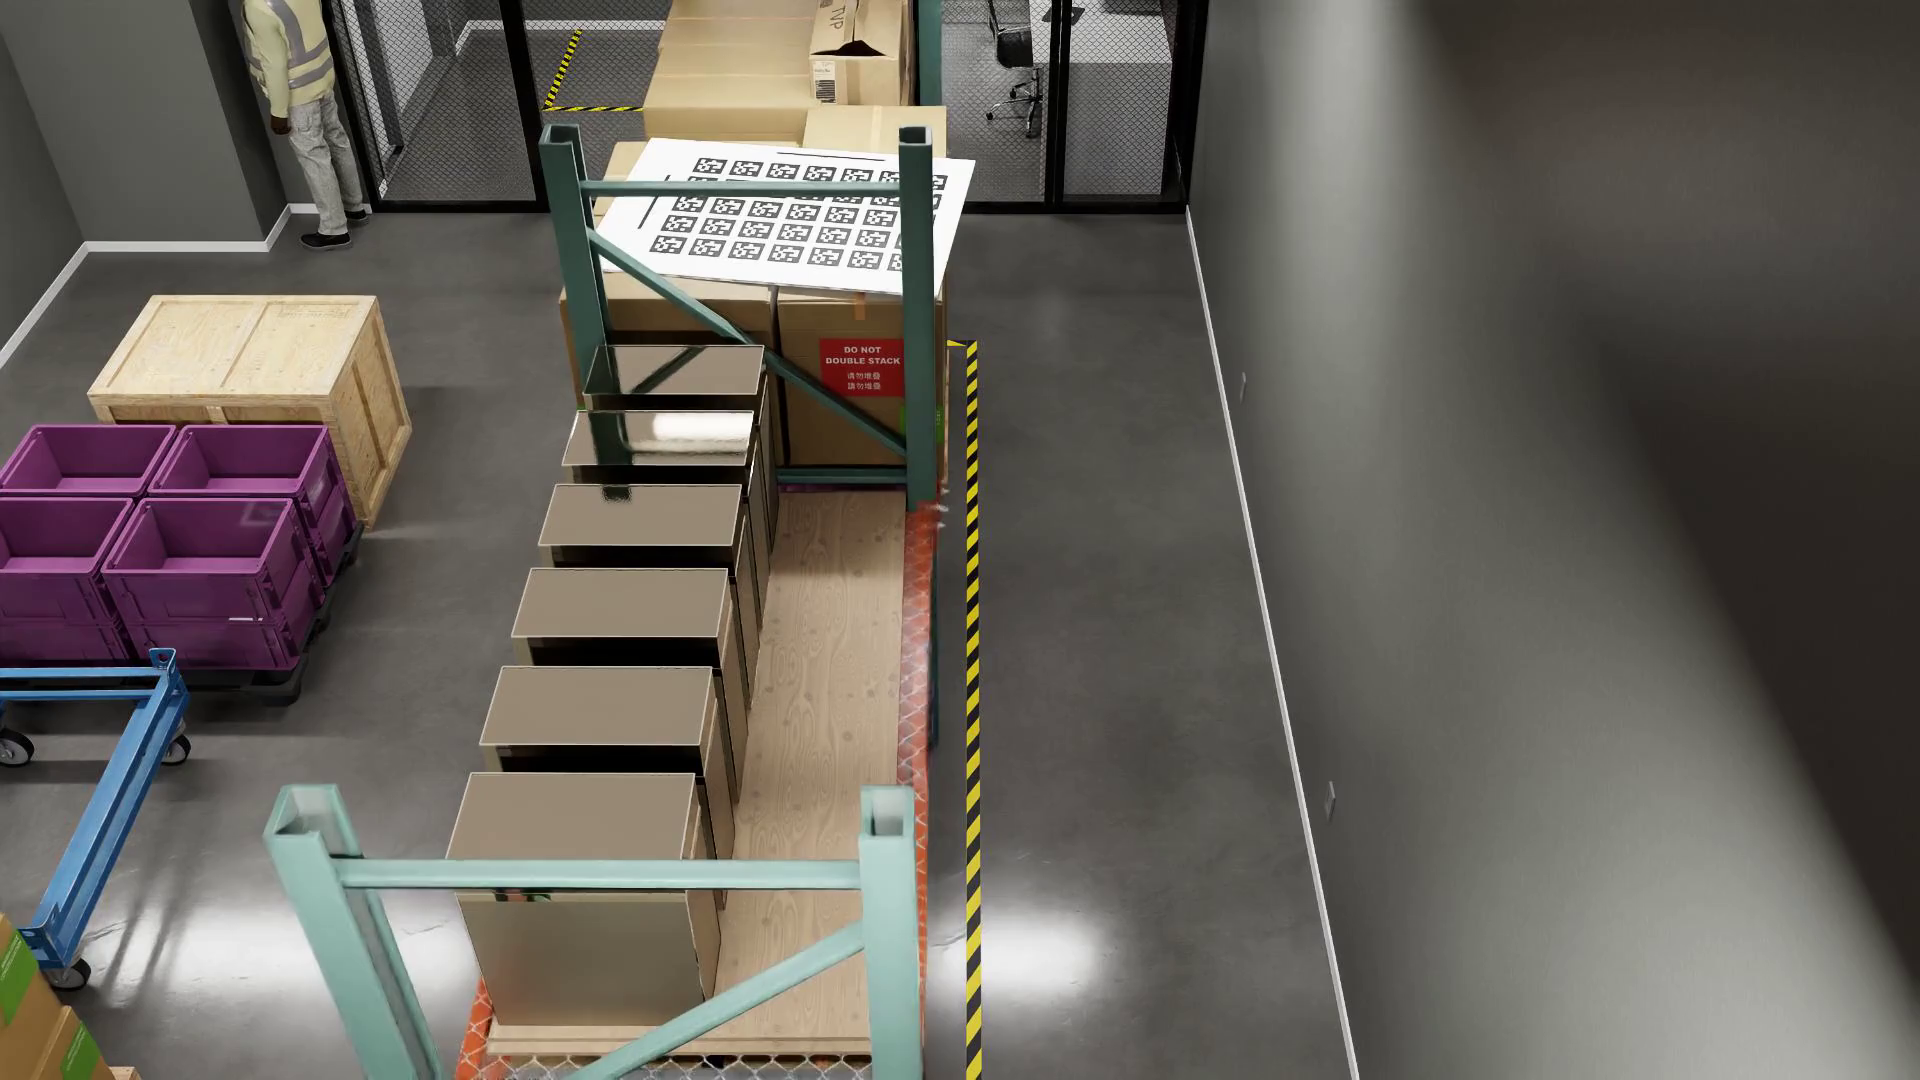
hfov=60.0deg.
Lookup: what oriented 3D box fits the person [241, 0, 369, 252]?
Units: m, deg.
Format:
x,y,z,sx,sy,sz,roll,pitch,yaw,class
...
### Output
x,y,z,sx,sy,sz,roll,pitch,yaw,class
-3.471,-2.392,8.700,0.404,1.833,0.590,5,41,5,person
